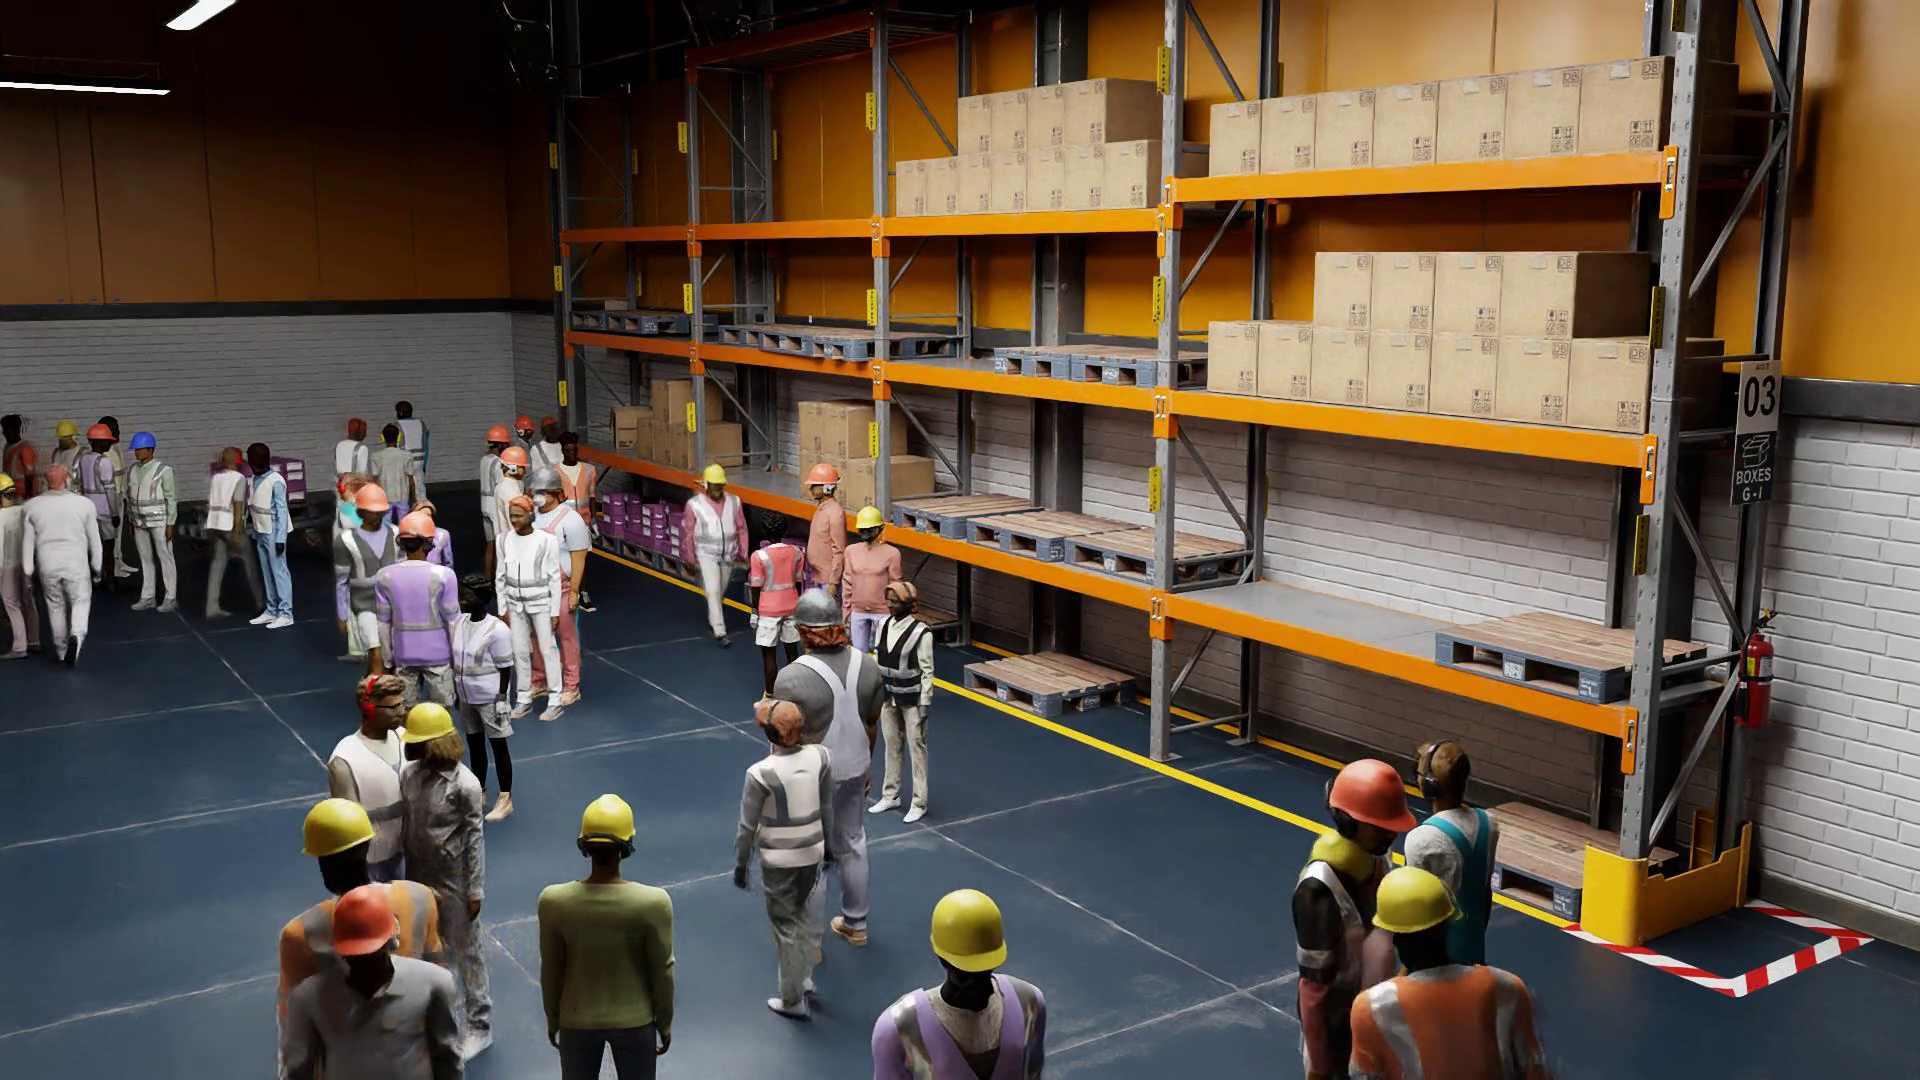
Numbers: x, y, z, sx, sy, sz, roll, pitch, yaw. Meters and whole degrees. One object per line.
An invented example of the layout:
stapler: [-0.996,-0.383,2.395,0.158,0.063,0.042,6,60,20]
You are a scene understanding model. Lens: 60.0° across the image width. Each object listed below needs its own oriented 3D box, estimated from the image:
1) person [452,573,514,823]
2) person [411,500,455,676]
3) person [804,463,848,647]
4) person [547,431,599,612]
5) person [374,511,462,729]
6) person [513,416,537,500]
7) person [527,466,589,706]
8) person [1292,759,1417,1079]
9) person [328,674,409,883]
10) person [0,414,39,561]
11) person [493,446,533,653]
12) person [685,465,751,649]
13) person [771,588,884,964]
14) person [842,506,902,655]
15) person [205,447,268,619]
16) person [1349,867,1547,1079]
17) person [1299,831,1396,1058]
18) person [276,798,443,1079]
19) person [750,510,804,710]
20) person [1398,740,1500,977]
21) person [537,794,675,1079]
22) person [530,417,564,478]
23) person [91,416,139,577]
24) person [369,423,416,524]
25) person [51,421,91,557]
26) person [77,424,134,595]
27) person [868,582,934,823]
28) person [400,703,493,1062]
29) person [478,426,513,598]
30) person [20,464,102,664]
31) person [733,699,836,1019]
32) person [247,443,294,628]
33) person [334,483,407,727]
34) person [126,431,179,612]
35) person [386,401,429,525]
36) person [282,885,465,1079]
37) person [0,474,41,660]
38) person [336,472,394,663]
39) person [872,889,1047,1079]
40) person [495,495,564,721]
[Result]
person: [-3.230,1.056,11.225,0.531,1.698,0.320,6,12,33]
person: [-4.811,0.450,14.988,0.517,1.634,0.313,-5,11,-29]
person: [-1.182,0.313,14.714,0.382,1.995,0.612,-4,10,-20]
person: [-4.146,-0.190,17.752,0.603,1.966,0.368,-6,11,-33]
person: [-3.753,0.812,11.646,0.605,2.043,0.382,1,10,5]
person: [-5.619,-0.736,21.579,0.330,1.751,0.565,0,10,-1]
person: [-3.514,0.389,14.136,0.683,2.000,0.538,5,11,28]
person: [1.440,1.771,6.080,0.407,2.029,0.611,7,12,36]
person: [-2.809,1.537,8.007,0.384,1.836,0.565,3,10,15]
person: [-11.319,-0.581,20.138,0.628,1.934,0.532,9,13,42]
person: [-4.289,0.091,16.029,0.383,1.992,0.609,-5,11,-25]
person: [-2.372,0.145,16.370,0.599,1.780,0.942,-6,11,-30]
person: [-0.779,1.255,9.050,0.689,2.000,0.538,-9,13,-43]
person: [-0.733,0.596,13.725,0.529,1.768,0.312,3,10,17]
person: [-7.724,-0.092,17.703,0.564,1.781,0.945,5,11,27]
person: [1.576,1.983,5.349,0.651,1.850,0.983,-2,10,-11]
person: [1.431,1.900,6.116,0.426,1.751,0.591,-3,10,-16]
person: [-2.144,1.852,5.965,0.419,1.900,0.585,7,12,35]
person: [-1.530,0.597,13.943,0.536,1.693,0.319,-9,13,-43]
person: [1.990,1.725,6.869,0.517,1.842,0.326,-7,12,-34]
person: [-1.354,1.845,6.429,0.517,1.760,0.330,-1,10,-3]
person: [-5.010,-0.602,20.492,0.628,1.858,0.426,-9,13,-43]
person: [-10.120,-0.520,19.832,0.389,1.919,0.592,-2,10,-10]
person: [-6.654,-0.440,19.547,0.505,1.861,0.325,-3,10,-18]
person: [-10.748,-0.528,20.135,0.600,1.829,0.404,3,10,15]
person: [-9.655,-0.343,18.745,0.546,1.934,0.376,6,11,31]
person: [-0.389,1.082,11.237,0.512,1.642,0.312,8,13,41]
person: [-2.458,1.610,7.871,0.485,1.734,0.364,5,11,29]
person: [-5.148,-0.316,18.613,0.385,1.928,0.546,-8,13,-40]
person: [-8.346,0.244,15.450,0.668,1.887,0.707,-3,10,-18]
person: [-0.907,1.580,8.330,0.542,1.622,0.474,-9,13,-44]
person: [-7.093,-0.054,17.114,0.587,1.913,0.395,9,13,42]
person: [-4.785,0.513,13.557,0.615,2.012,0.989,-9,13,-43]
person: [-8.679,-0.198,17.849,0.602,1.949,0.389,3,10,17]
person: [-7.613,-1.000,22.892,0.428,1.835,0.641,8,13,40]
person: [-2.011,1.992,5.733,0.575,1.698,0.919,-1,10,-7]
person: [-8.997,0.251,15.749,0.319,1.767,0.534,0,10,2]
person: [-5.567,0.270,15.523,0.698,1.801,0.579,2,10,13]
person: [0.022,1.984,5.103,0.595,1.925,0.373,-5,11,-27]
person: [-3.526,0.558,13.644,0.574,1.875,0.364,3,10,16]
